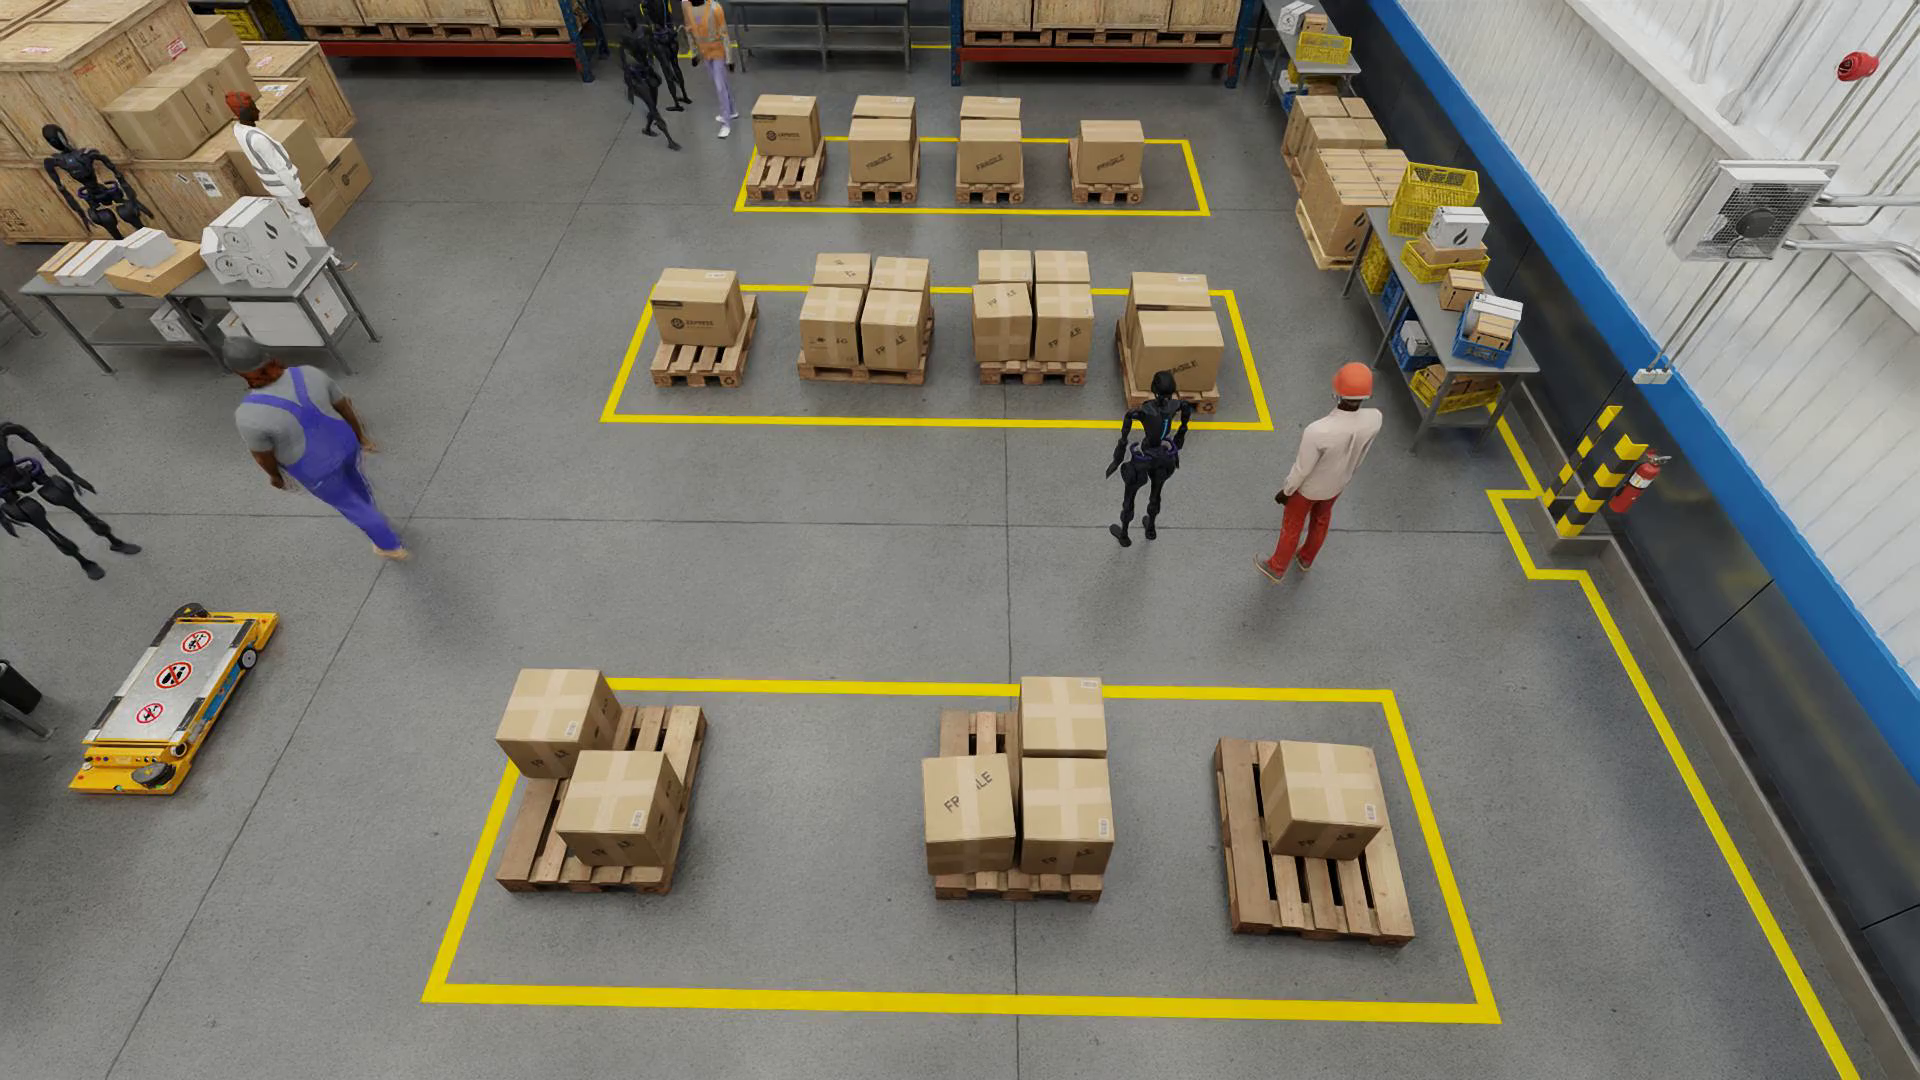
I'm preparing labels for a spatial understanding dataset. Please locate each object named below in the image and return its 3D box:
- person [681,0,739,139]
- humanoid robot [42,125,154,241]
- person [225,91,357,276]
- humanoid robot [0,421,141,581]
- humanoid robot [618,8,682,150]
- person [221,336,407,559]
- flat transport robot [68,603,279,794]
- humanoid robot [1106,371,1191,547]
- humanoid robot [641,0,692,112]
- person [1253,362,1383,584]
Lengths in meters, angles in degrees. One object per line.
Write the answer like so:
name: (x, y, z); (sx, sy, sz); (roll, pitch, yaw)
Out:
person: (-3.106, -6.088, 11.467); (0.603, 1.884, 0.673); (23, 54, 19)
humanoid robot: (-8.636, -3.385, 9.302); (0.581, 1.654, 0.335); (-24, 54, -19)
person: (-6.877, -3.609, 9.361); (0.573, 1.887, 0.355); (31, 57, 24)
humanoid robot: (-6.817, -0.349, 6.736); (0.321, 1.651, 0.581); (26, 54, 20)
humanoid robot: (-3.865, -5.693, 11.299); (0.782, 1.631, 0.575); (23, 54, 19)
person: (-4.852, -0.676, 6.780); (0.927, 2.000, 0.692); (13, 51, 11)
flat transport robot: (-5.504, 1.072, 6.442); (0.652, 0.197, 1.431); (1, 50, 1)
humanoid robot: (1.422, -0.613, 6.954); (0.589, 1.657, 0.327); (-13, 51, -10)
humanoid robot: (-3.865, -6.484, 11.921); (0.313, 1.657, 0.609); (14, 51, 12)
person: (2.575, -0.442, 6.612); (0.615, 1.990, 0.390); (-16, 52, -13)
